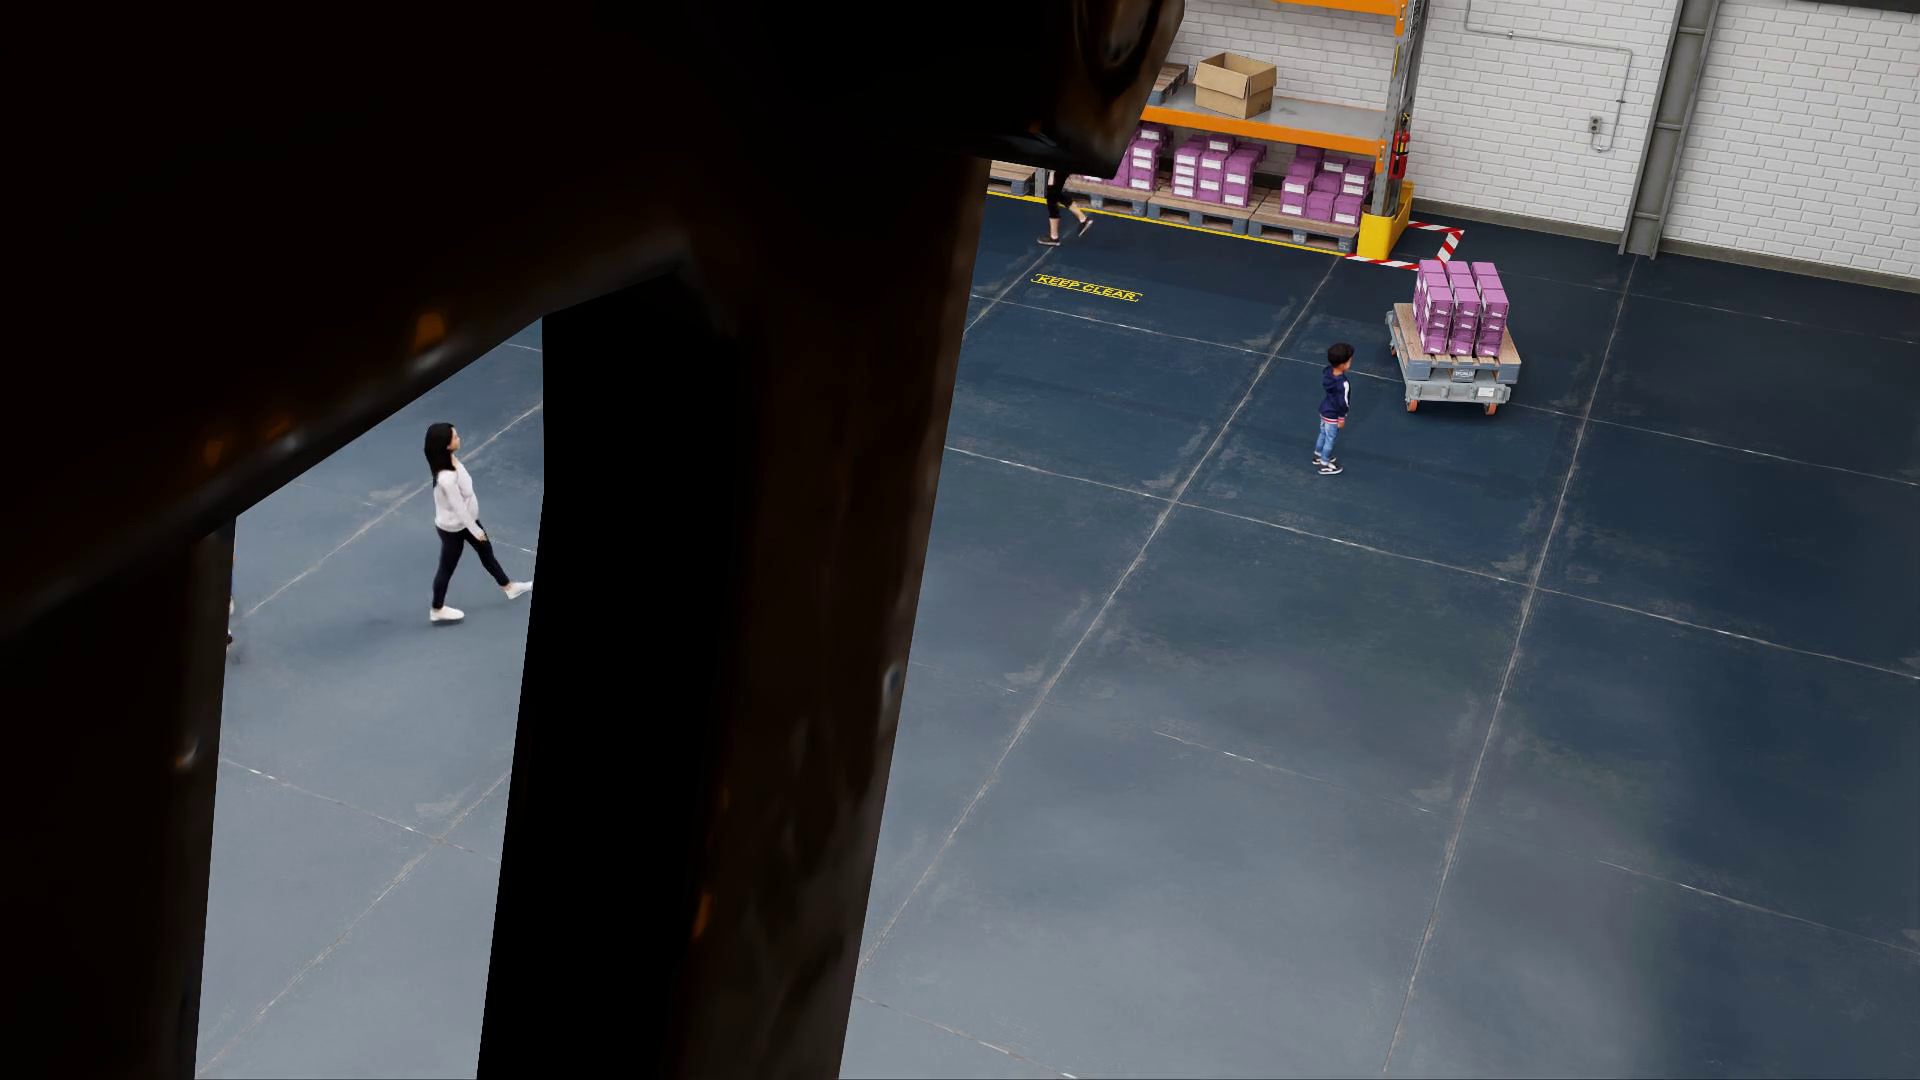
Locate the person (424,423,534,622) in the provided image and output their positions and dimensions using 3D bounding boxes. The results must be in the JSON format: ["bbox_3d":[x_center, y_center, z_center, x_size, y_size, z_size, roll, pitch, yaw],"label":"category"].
[{"bbox_3d":[-3.847,-0.093,12.406,1.128,1.661,1.013,-7,34,-10],"label":"person"}]

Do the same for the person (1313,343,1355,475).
[{"bbox_3d":[3.224,-1.146,14.387,0.618,1.222,0.588,-5,34,-7],"label":"person"}]
